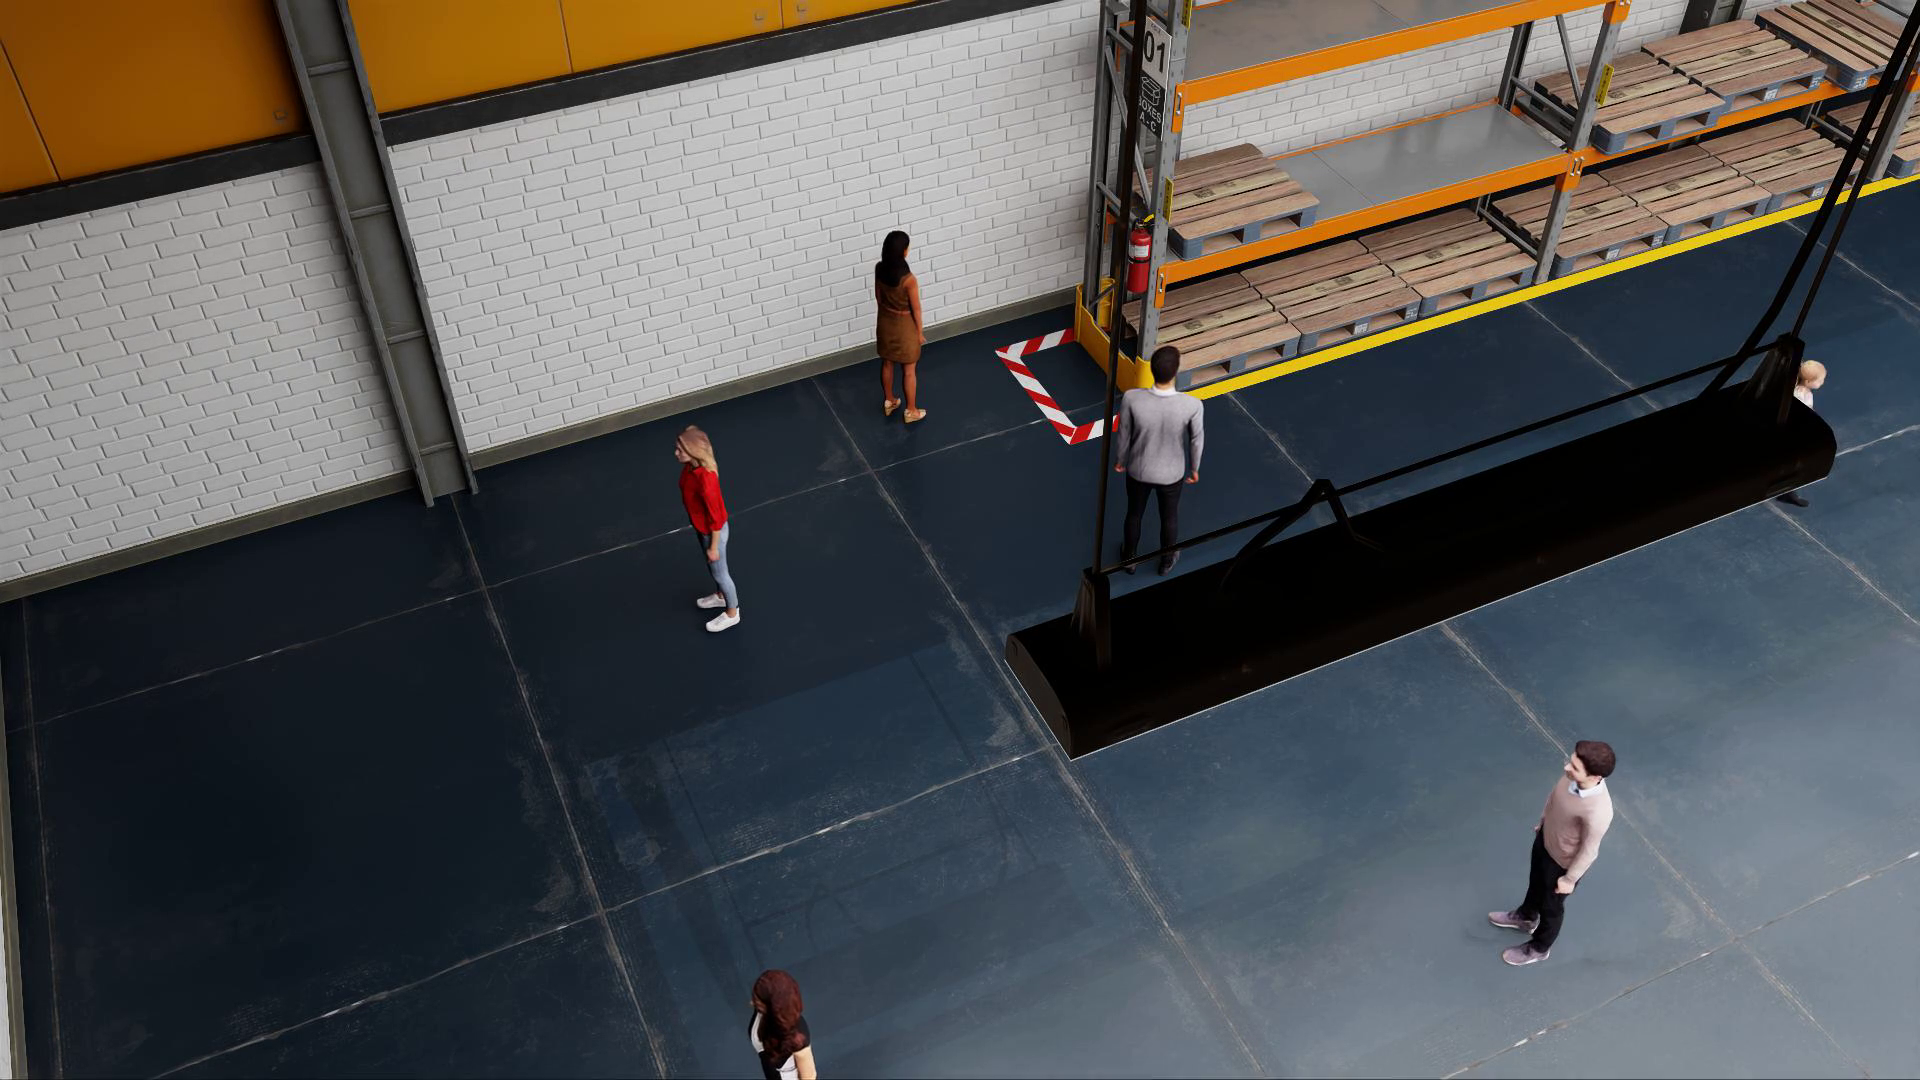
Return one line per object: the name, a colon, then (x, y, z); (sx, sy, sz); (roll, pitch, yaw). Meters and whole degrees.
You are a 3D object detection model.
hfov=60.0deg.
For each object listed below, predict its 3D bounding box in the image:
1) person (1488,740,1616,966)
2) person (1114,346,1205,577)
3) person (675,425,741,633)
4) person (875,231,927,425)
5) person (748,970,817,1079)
person: (3.299, 1.708, 9.137); (0.670, 1.807, 0.698); (-1, 44, -1)
person: (1.339, -0.515, 11.388); (0.785, 1.921, 0.896); (7, 44, 7)
person: (-1.674, -0.083, 11.092); (0.515, 1.704, 0.634); (-15, 46, -15)
person: (-0.470, -1.620, 12.718); (0.641, 1.685, 0.649); (28, 50, 26)
person: (-0.845, 2.638, 8.169); (0.510, 1.796, 0.607); (-22, 48, -22)
